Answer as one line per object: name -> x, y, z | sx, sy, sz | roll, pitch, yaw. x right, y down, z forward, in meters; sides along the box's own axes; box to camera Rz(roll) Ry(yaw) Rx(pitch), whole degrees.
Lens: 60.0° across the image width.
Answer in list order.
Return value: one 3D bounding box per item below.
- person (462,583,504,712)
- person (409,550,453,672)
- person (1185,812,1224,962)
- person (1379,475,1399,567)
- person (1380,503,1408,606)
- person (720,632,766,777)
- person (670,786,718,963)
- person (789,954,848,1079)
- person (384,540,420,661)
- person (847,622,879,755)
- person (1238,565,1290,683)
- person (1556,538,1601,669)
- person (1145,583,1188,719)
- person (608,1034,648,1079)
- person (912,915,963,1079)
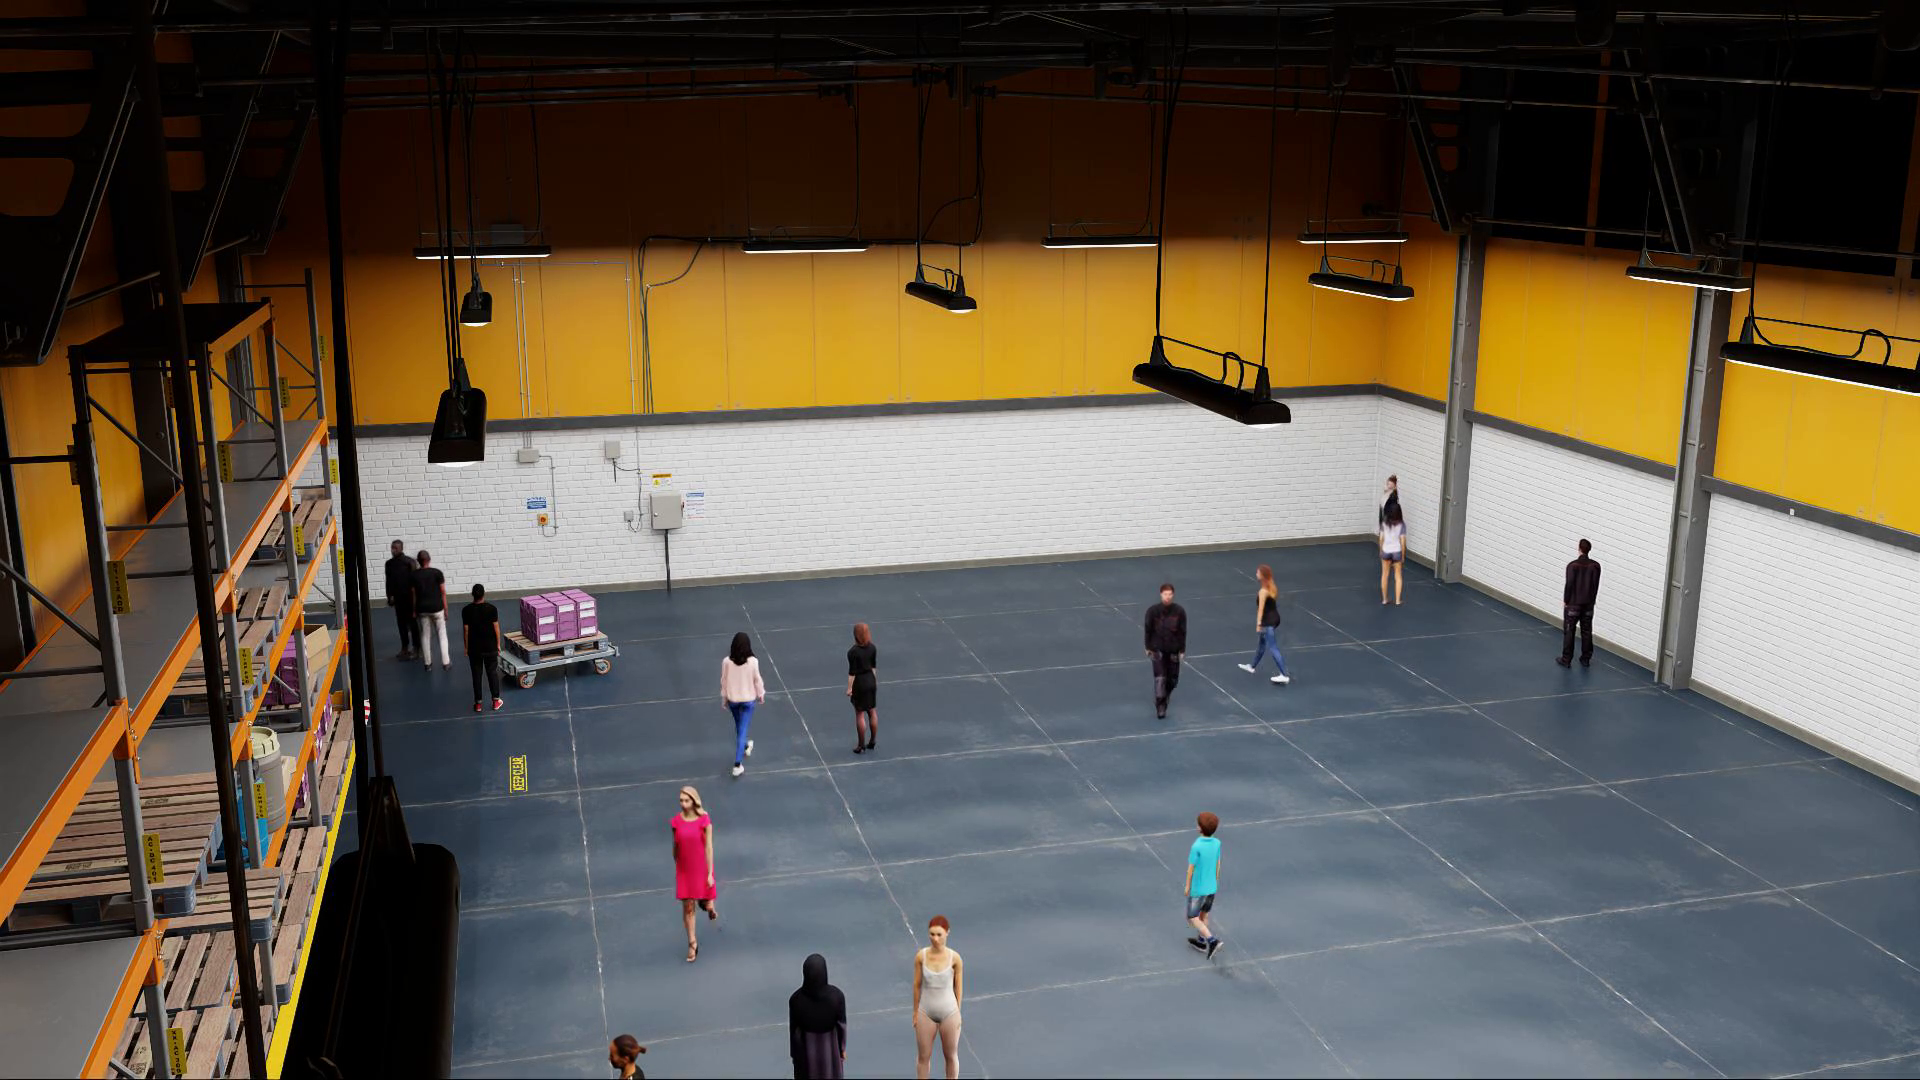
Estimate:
person -> -6.488, 1.447, 22.575 | 0.624, 1.757, 0.524 | -3, 14, -13
person -> -7.720, 1.033, 24.189 | 0.701, 1.801, 0.671 | -2, 14, -8
person -> 2.330, 3.277, 15.699 | 0.687, 1.435, 0.849 | -9, 17, -34
person -> 7.828, -0.389, 30.311 | 0.825, 1.684, 0.562 | 2, 14, 7
person -> 7.172, 0.229, 27.654 | 0.693, 1.733, 0.742 | 7, 15, 26
person -> -2.680, 2.030, 20.260 | 1.015, 1.712, 1.263 | 3, 14, 11
person -> -2.488, 3.115, 15.787 | 0.785, 1.709, 0.959 | 2, 14, 6
person -> -1.087, 3.904, 12.729 | 0.617, 1.614, 0.610 | -2, 14, -8
person -> -8.235, 0.867, 24.803 | 0.839, 1.834, 0.841 | 5, 14, 20
person -> -1.215, 1.858, 20.983 | 0.656, 1.706, 0.644 | -12, 18, -40
person -> 4.477, 1.220, 23.698 | 1.061, 1.668, 1.023 | 7, 15, 28
person -> 9.102, 0.917, 24.428 | 0.717, 1.914, 0.623 | -1, 14, -5
person -> 2.760, 1.458, 22.398 | 0.910, 1.818, 1.107 | 1, 14, 3
person -> -2.238, 4.176, 11.491 | 0.643, 1.669, 0.465 | -3, 14, -12
person -> -0.176, 3.763, 13.247 | 0.601, 1.644, 0.580 | 1, 14, 3
